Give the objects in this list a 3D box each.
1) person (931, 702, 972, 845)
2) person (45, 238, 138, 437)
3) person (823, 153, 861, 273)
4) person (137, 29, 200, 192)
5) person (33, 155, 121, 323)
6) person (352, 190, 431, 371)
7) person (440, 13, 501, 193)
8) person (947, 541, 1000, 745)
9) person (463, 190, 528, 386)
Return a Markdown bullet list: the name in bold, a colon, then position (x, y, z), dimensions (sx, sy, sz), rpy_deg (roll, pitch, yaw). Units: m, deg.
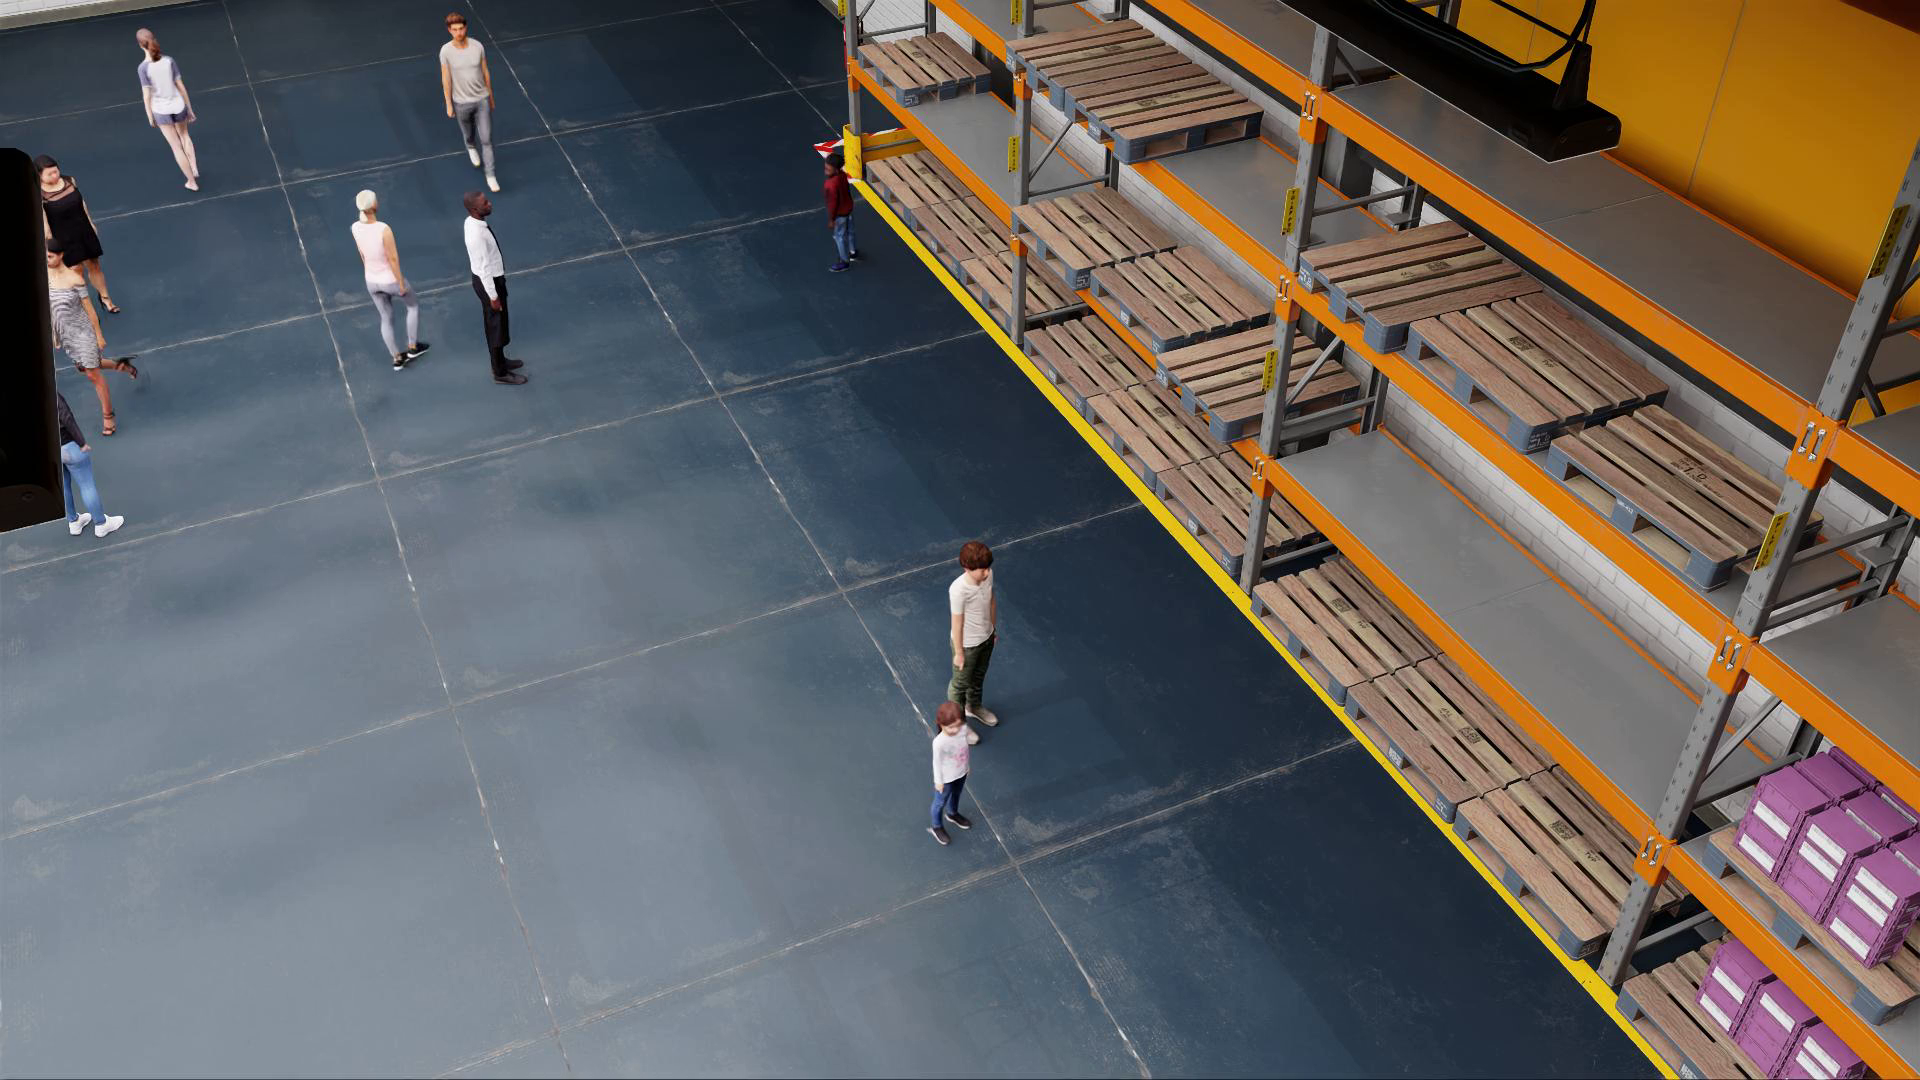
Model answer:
- **person**: position (-0.062, 1.459, 10.642), dimensions (0.540, 1.113, 0.507), rpy_deg (31, 48, 32)
- **person**: position (-7.437, -1.779, 14.145), dimensions (0.918, 1.801, 1.050), rpy_deg (6, 39, 7)
- **person**: position (-1.142, -3.293, 16.491), dimensions (0.755, 1.240, 0.693), rpy_deg (22, 44, 25)
- **person**: position (-8.331, -4.521, 17.615), dimensions (0.785, 1.756, 0.716), rpy_deg (30, 48, 32)
- **person**: position (-8.296, -2.817, 15.519), dimensions (0.788, 1.709, 0.751), rpy_deg (18, 42, 21)
- **person**: position (-5.163, -2.271, 14.830), dimensions (0.720, 1.716, 0.779), rpy_deg (8, 39, 10)
- **person**: position (-5.243, -4.730, 17.788), dimensions (0.695, 1.867, 1.174), rpy_deg (-14, 41, -17)
- **person**: position (0.079, 0.661, 11.210), dimensions (0.652, 1.652, 0.639), rpy_deg (26, 45, 29)
- **person**: position (-4.164, -2.241, 14.695), dimensions (0.726, 1.837, 0.510), rpy_deg (-11, 40, -14)
